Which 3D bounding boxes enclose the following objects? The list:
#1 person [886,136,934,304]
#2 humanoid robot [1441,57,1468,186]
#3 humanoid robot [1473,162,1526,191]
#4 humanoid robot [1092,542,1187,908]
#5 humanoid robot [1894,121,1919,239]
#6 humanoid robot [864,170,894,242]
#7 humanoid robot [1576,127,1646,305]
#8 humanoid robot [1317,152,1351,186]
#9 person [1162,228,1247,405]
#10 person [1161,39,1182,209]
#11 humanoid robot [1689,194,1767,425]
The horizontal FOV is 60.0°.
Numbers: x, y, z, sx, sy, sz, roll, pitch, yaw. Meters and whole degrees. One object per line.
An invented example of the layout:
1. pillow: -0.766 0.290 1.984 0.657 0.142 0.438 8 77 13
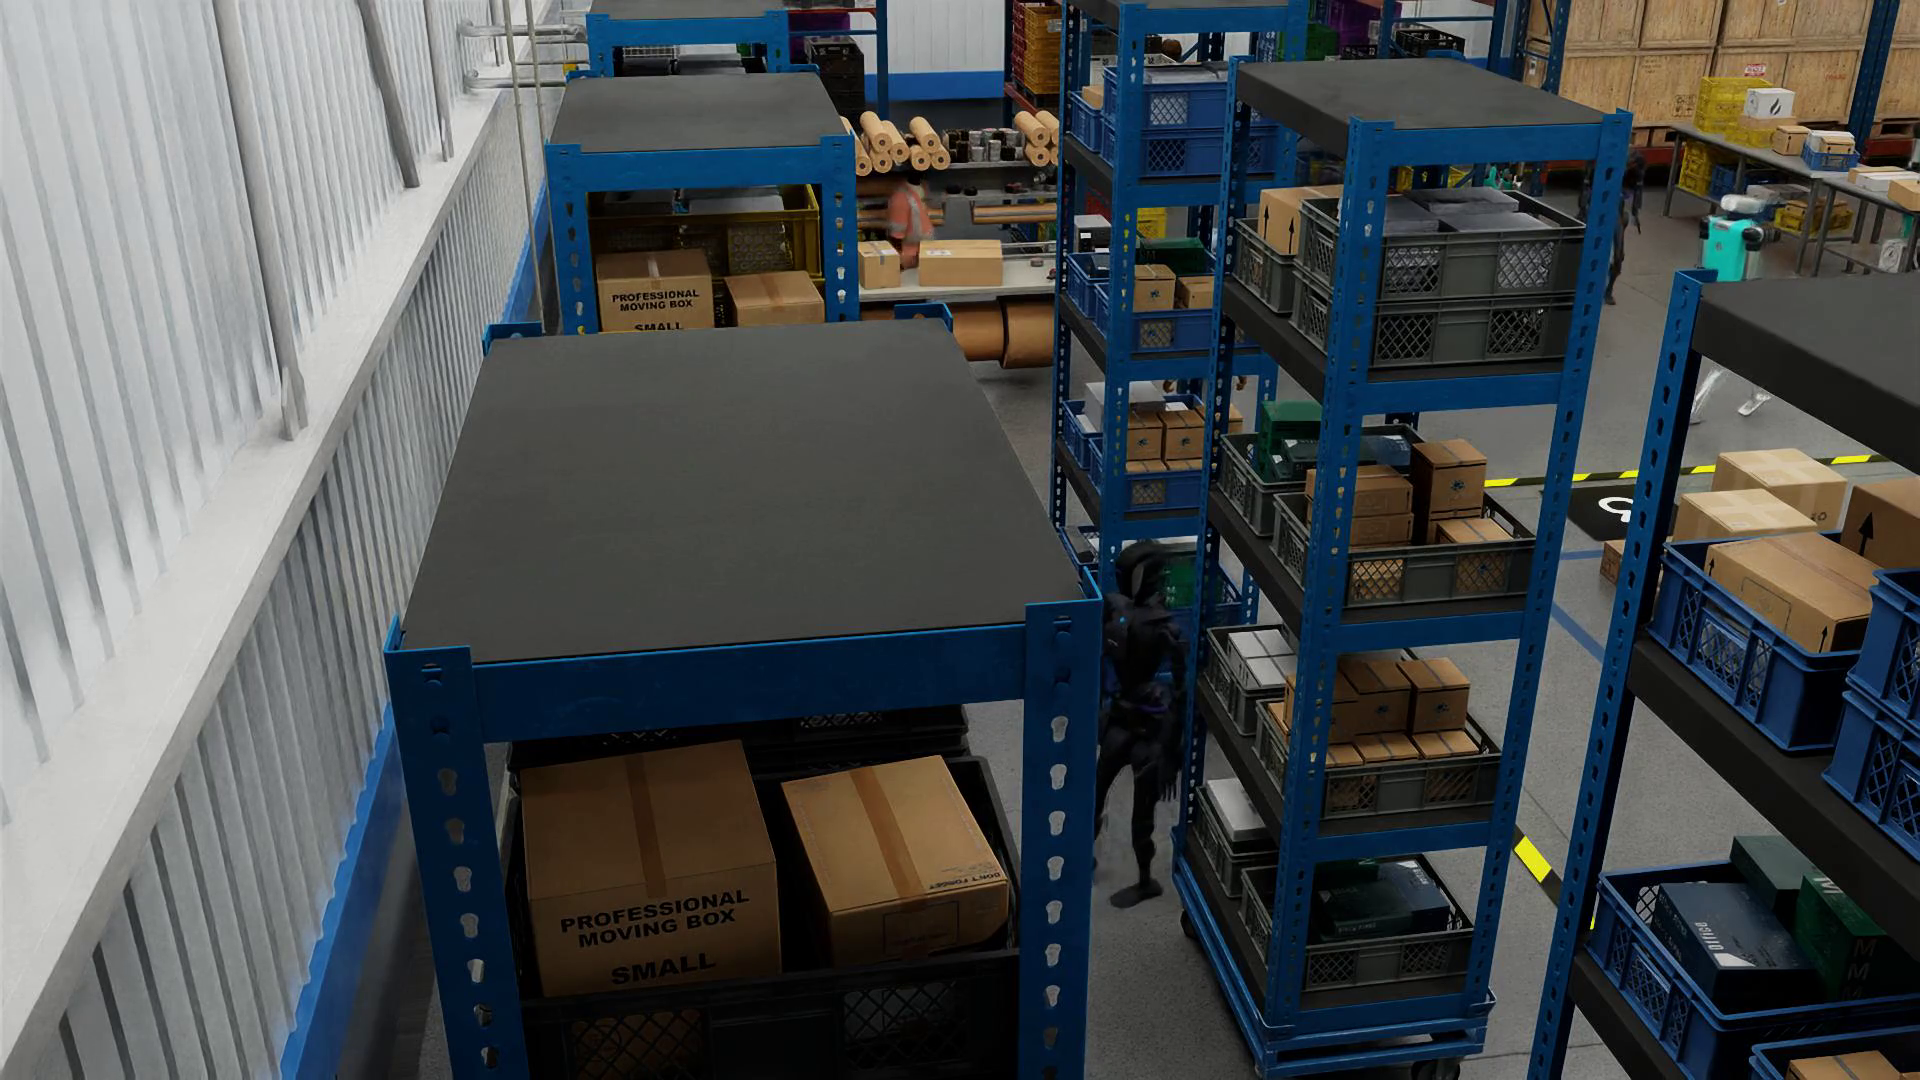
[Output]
1. person: -0.397 -2.205 13.089 0.407 1.949 0.652 6 25 13
2. humanoid robot: 5.504 -4.572 18.575 0.593 1.632 0.694 -5 25 -11
3. humanoid robot: 5.399 -3.697 16.462 0.530 1.701 0.710 18 30 34
4. humanoid robot: 0.700 0.801 6.873 0.410 1.652 0.588 -18 30 -34
5. humanoid robot: 8.782 -3.024 15.239 0.790 1.885 0.566 -20 31 -36
6. humanoid robot: -0.606 -2.209 13.427 0.576 1.632 0.611 16 29 30
7. humanoid robot: 5.877 -2.969 15.067 0.600 1.643 0.487 1 25 3
8. humanoid robot: 3.164 -2.712 14.518 0.476 1.642 0.590 14 28 28
9. person: 1.600 -1.120 10.839 0.599 1.850 0.387 -5 25 -10
10. person: 2.314 -4.601 18.425 0.430 1.837 0.620 7 26 15
11. humanoid robot: 5.791 -1.690 12.266 1.018 1.778 0.531 -11 27 -22
